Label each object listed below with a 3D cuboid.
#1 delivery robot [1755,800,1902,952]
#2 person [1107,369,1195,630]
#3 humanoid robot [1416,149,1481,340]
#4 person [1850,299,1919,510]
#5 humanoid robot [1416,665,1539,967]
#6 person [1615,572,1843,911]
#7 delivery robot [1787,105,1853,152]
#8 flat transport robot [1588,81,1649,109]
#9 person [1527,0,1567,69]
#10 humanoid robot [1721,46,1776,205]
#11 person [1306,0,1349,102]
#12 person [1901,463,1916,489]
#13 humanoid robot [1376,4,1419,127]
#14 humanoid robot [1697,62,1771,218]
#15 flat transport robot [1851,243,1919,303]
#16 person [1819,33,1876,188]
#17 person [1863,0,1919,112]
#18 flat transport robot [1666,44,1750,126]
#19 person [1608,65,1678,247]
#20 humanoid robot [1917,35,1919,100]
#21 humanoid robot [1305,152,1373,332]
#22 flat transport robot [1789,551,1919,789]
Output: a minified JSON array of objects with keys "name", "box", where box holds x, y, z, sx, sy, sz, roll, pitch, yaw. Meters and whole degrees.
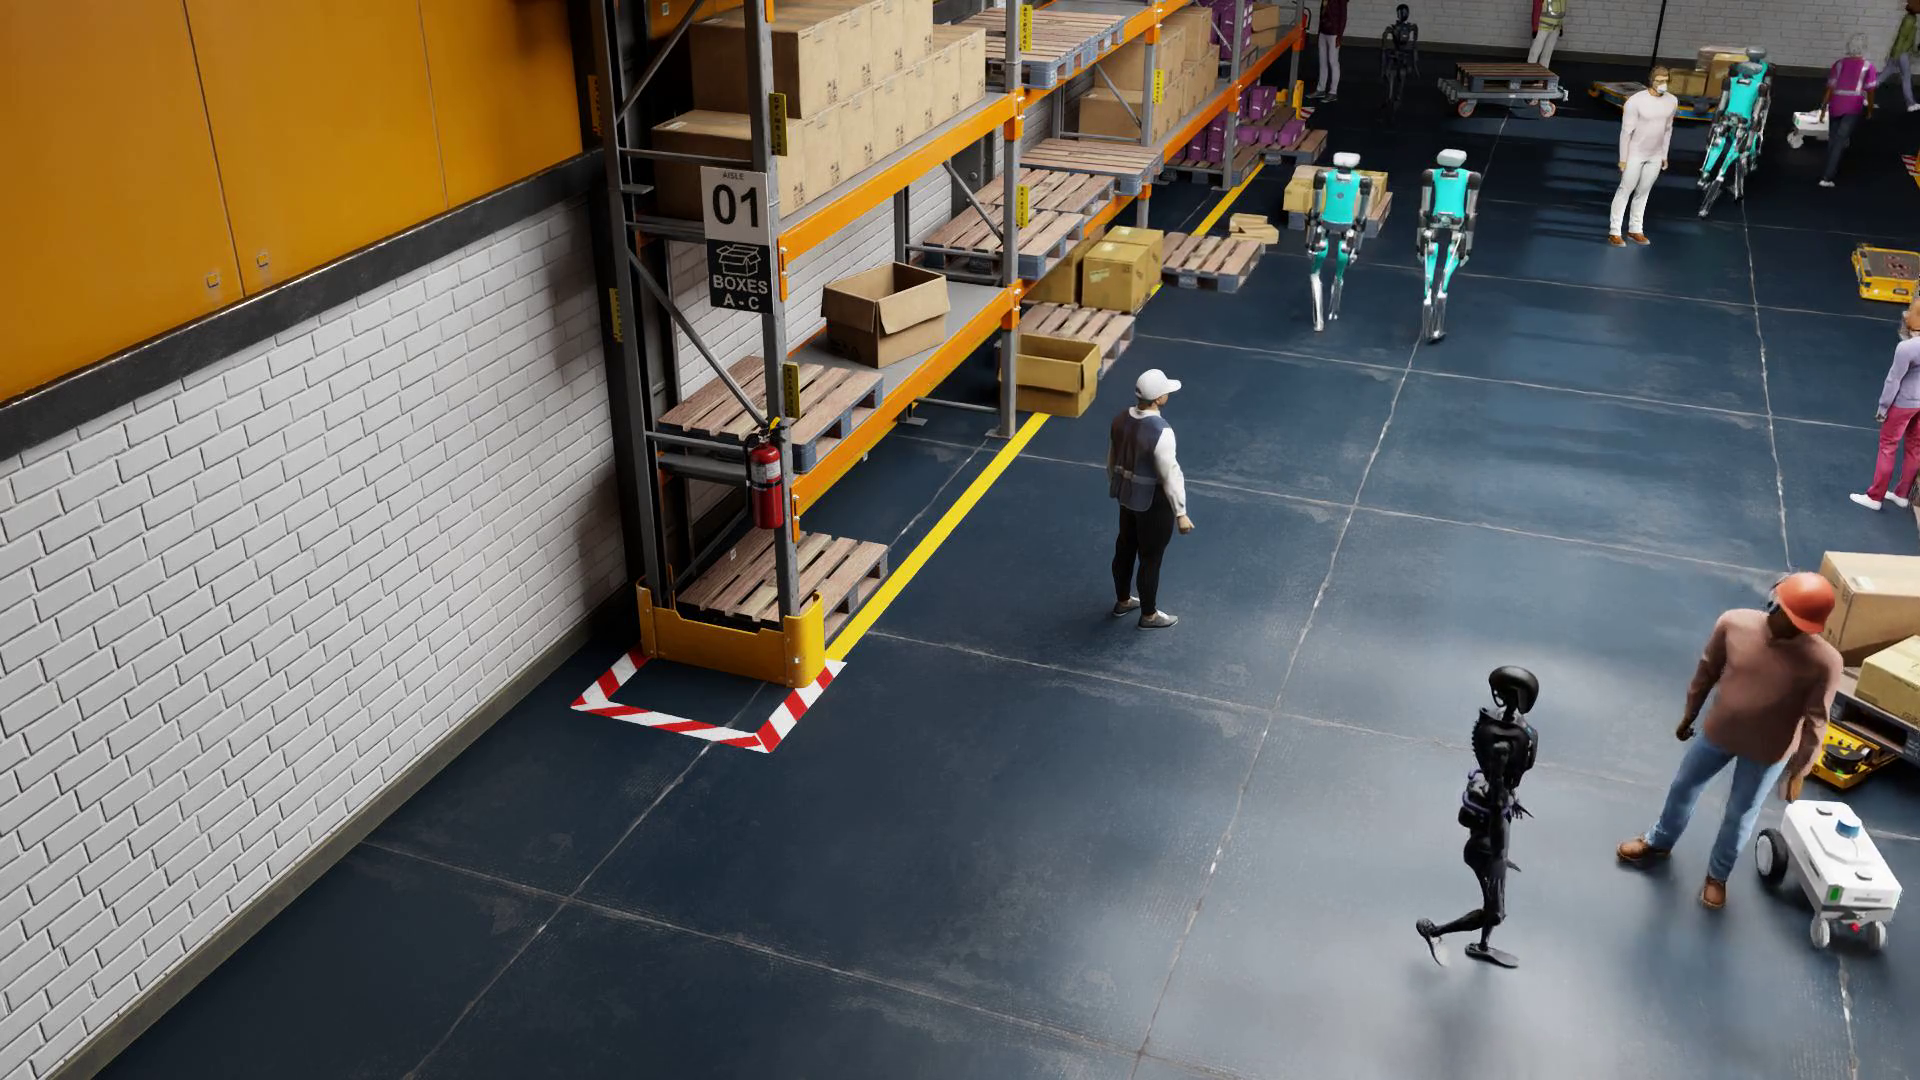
[{"name":"delivery robot","box":[4.358,1.627,8.302,0.499,0.612,0.796,2,27,5]},{"name":"person","box":[1.181,-0.255,10.619,0.427,1.758,0.746,-18,32,-31]},{"name":"humanoid robot","box":[4.376,-2.576,15.272,0.560,1.889,0.777,13,30,24]},{"name":"person","box":[6.943,-0.988,12.185,0.498,1.628,0.288,-7,28,-13]},{"name":"humanoid robot","box":[2.464,1.288,7.720,0.485,1.650,0.603,12,29,21]},{"name":"person","box":[3.771,0.952,8.081,0.414,1.943,0.762,-21,34,-35]},{"name":"delivery robot","box":[11.429,-5.457,22.027,0.789,0.598,0.499,8,28,15]},{"name":"flat transport robot","box":[9.797,-6.445,24.253,0.659,0.231,1.431,-3,27,-6]},{"name":"person","box":[8.806,-7.664,24.908,0.619,1.838,0.430,-14,30,-25]},{"name":"humanoid robot","box":[9.284,-4.824,19.548,0.549,1.789,0.947,3,27,5]},{"name":"person","box":[5.415,-7.413,24.296,0.426,1.949,0.499,-14,30,-25]},{"name":"person","box":[7.467,-1.184,12.435,0.560,1.743,0.342,4,27,7]},{"name":"humanoid robot","box":[6.027,-6.514,22.855,0.609,1.648,0.343,-7,28,-14]},{"name":"humanoid robot","box":[8.687,-4.507,18.906,1.007,1.726,0.540,-24,35,-38]},{"name":"flat transport robot","box":[9.556,-2.721,17.028,0.659,0.231,1.431,10,29,19]},{"name":"person","box":[10.781,-5.236,20.227,0.521,1.795,0.952,23,35,37]},{"name":"person","box":[13.518,-6.972,23.824,0.839,1.584,0.494,10,29,19]},{"name":"flat transport robot","box":[10.465,-6.074,23.533,1.431,0.231,0.659,13,30,24]},{"name":"person","box":[7.388,-4.145,17.971,0.627,1.939,0.373,-7,28,-14]},{"name":"humanoid robot","box":[14.387,-7.311,24.447,0.768,1.624,0.599,-23,35,-37]},{"name":"humanoid robot","box":[3.527,-2.754,15.617,0.552,1.899,0.734,8,28,14]},{"name":"flat transport robot","box":[5.327,1.019,9.774,1.431,0.231,0.659,-16,31,-28]}]
